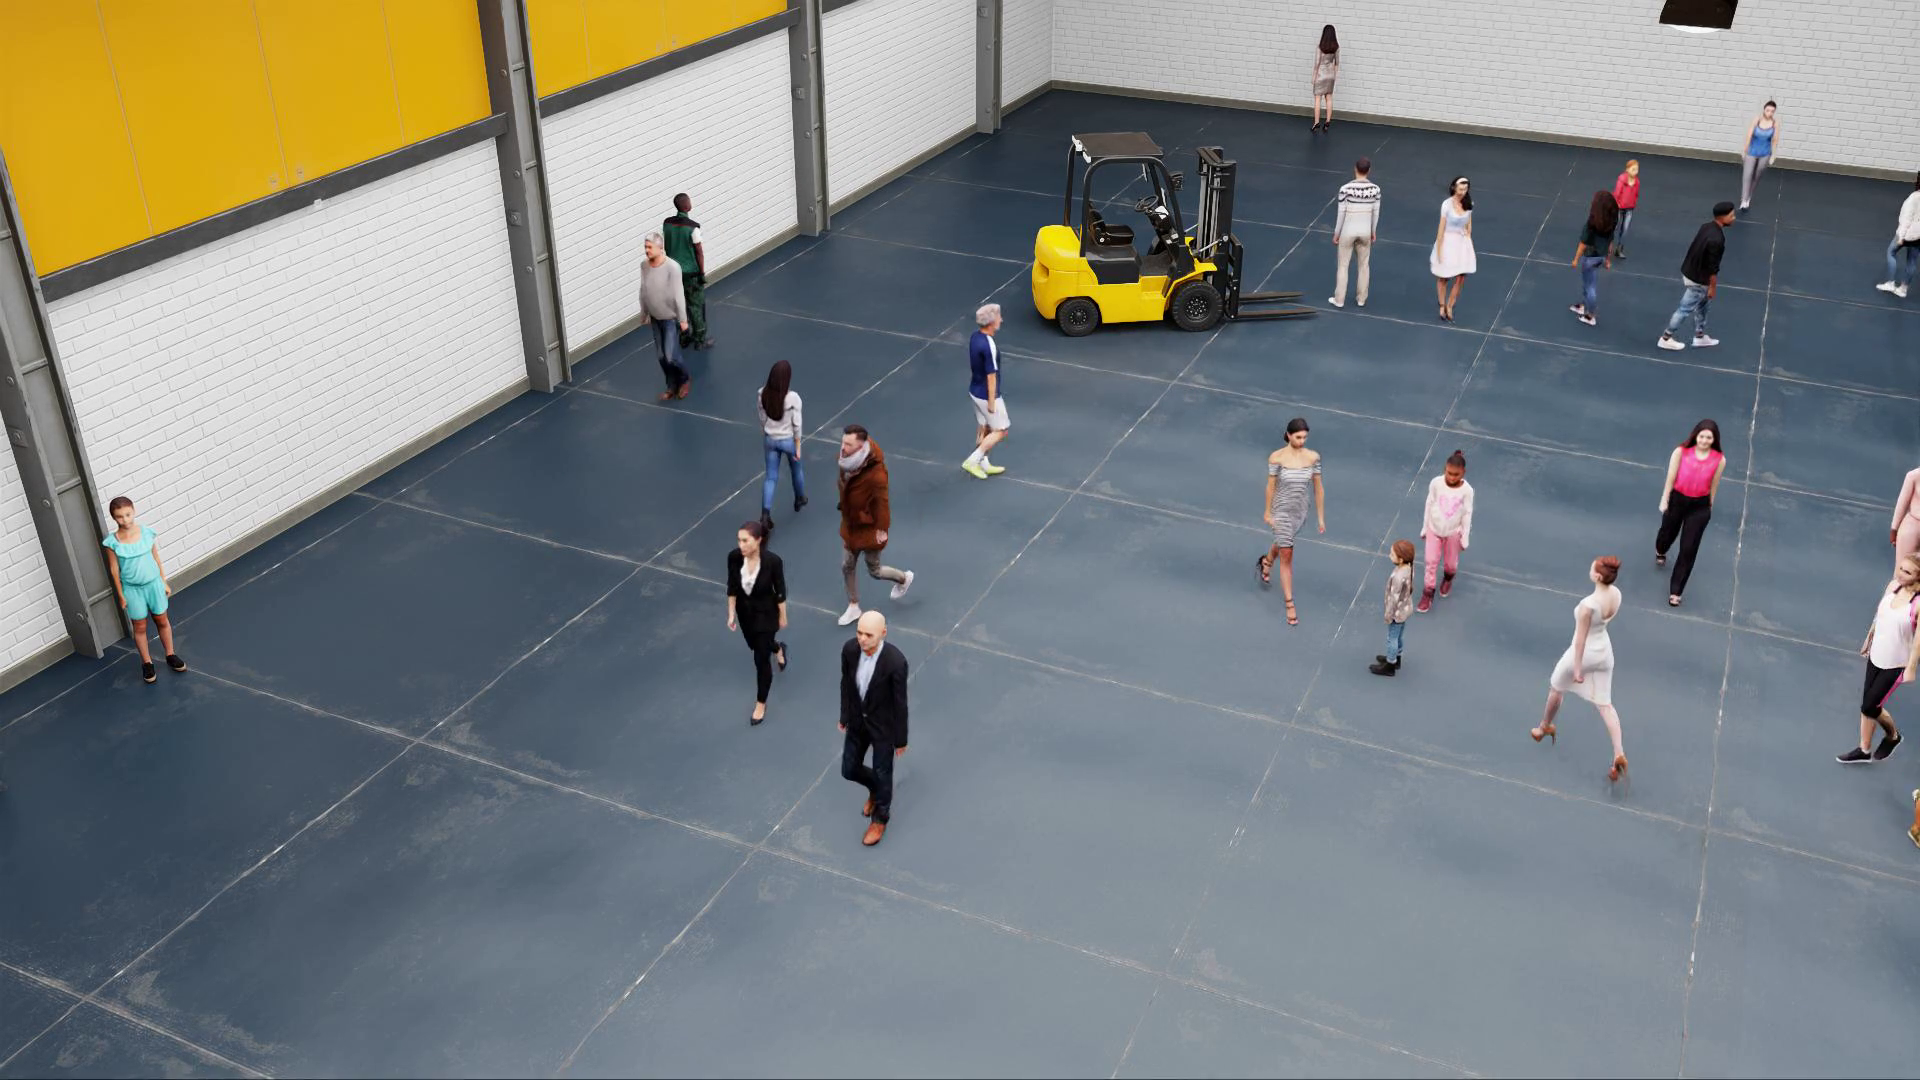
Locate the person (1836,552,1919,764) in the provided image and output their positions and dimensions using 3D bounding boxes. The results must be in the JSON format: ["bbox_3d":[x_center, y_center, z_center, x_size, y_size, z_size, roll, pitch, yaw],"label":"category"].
[{"bbox_3d":[6.788,0.869,11.982,0.847,1.774,0.781,-4,29,-7],"label":"person"}]

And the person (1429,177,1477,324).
[{"bbox_3d":[5.861,-3.499,19.973,0.867,1.791,0.947,-4,29,-7],"label":"person"}]

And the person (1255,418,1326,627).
[{"bbox_3d":[2.744,-0.242,14.017,1.031,1.777,1.180,-5,29,-9],"label":"person"}]

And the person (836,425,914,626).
[{"bbox_3d":[-0.736,-0.146,13.801,1.077,1.814,0.884,-24,37,-36],"label":"person"}]

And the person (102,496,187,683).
[{"bbox_3d":[-6.464,0.362,13.138,0.604,1.558,0.696,-21,35,-33],"label":"person"}]

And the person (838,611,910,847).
[{"bbox_3d":[-0.551,1.213,11.330,0.716,1.794,0.715,14,32,24],"label":"person"}]

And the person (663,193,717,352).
[{"bbox_3d":[-3.157,-3.099,19.190,0.698,1.839,0.632,16,32,26],"label":"person"}]

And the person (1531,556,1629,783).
[{"bbox_3d":[4.583,0.927,11.898,1.084,1.754,1.087,-13,31,-22],"label":"person"}]

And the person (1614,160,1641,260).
[{"bbox_3d":[8.818,-4.435,22.196,0.730,1.305,0.859,-3,29,-5],"label":"person"}]

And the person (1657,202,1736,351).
[{"bbox_3d":[8.407,-3.029,19.126,0.894,1.777,0.951,5,29,9],"label":"person"}]

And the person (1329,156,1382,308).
[{"bbox_3d":[4.851,-3.776,20.409,0.764,1.860,0.751,-3,29,-6],"label":"person"}]

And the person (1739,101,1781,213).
[{"bbox_3d":[11.478,-5.537,23.937,0.615,1.573,1.010,10,30,18],"label":"person"}]

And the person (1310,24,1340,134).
[{"bbox_3d":[6.070,-7.693,27.711,0.670,1.744,0.717,-8,30,-15],"label":"person"}]

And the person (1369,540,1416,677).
[{"bbox_3d":[3.486,0.535,13.203,0.562,1.192,0.434,17,33,28],"label":"person"}]

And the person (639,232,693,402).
[{"bbox_3d":[-3.104,-2.412,17.870,0.813,1.896,0.749,19,34,31],"label":"person"}]

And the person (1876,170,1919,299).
[{"bbox_3d":[11.925,-3.802,20.705,0.761,1.623,0.817,-9,30,-15],"label":"person"}]

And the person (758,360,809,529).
[{"bbox_3d":[-1.687,-0.843,15.310,0.699,1.594,1.074,8,30,14],"label":"person"}]

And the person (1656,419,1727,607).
[{"bbox_3d":[6.232,-0.304,14.284,0.652,1.630,1.065,10,30,18],"label":"person"}]

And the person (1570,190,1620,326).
[{"bbox_3d":[7.642,-3.348,19.897,0.812,1.599,0.856,-15,32,-25],"label":"person"}]

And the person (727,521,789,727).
[{"bbox_3d":[-1.515,0.548,12.730,0.666,1.622,1.108,9,30,16],"label":"person"}]

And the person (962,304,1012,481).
[{"bbox_3d":[0.176,-1.413,16.112,0.894,1.826,0.832,-10,30,-18],"label":"person"}]

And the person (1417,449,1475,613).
[{"bbox_3d":[4.147,-0.117,14.137,0.601,1.443,0.836,15,32,26],"label":"person"}]
